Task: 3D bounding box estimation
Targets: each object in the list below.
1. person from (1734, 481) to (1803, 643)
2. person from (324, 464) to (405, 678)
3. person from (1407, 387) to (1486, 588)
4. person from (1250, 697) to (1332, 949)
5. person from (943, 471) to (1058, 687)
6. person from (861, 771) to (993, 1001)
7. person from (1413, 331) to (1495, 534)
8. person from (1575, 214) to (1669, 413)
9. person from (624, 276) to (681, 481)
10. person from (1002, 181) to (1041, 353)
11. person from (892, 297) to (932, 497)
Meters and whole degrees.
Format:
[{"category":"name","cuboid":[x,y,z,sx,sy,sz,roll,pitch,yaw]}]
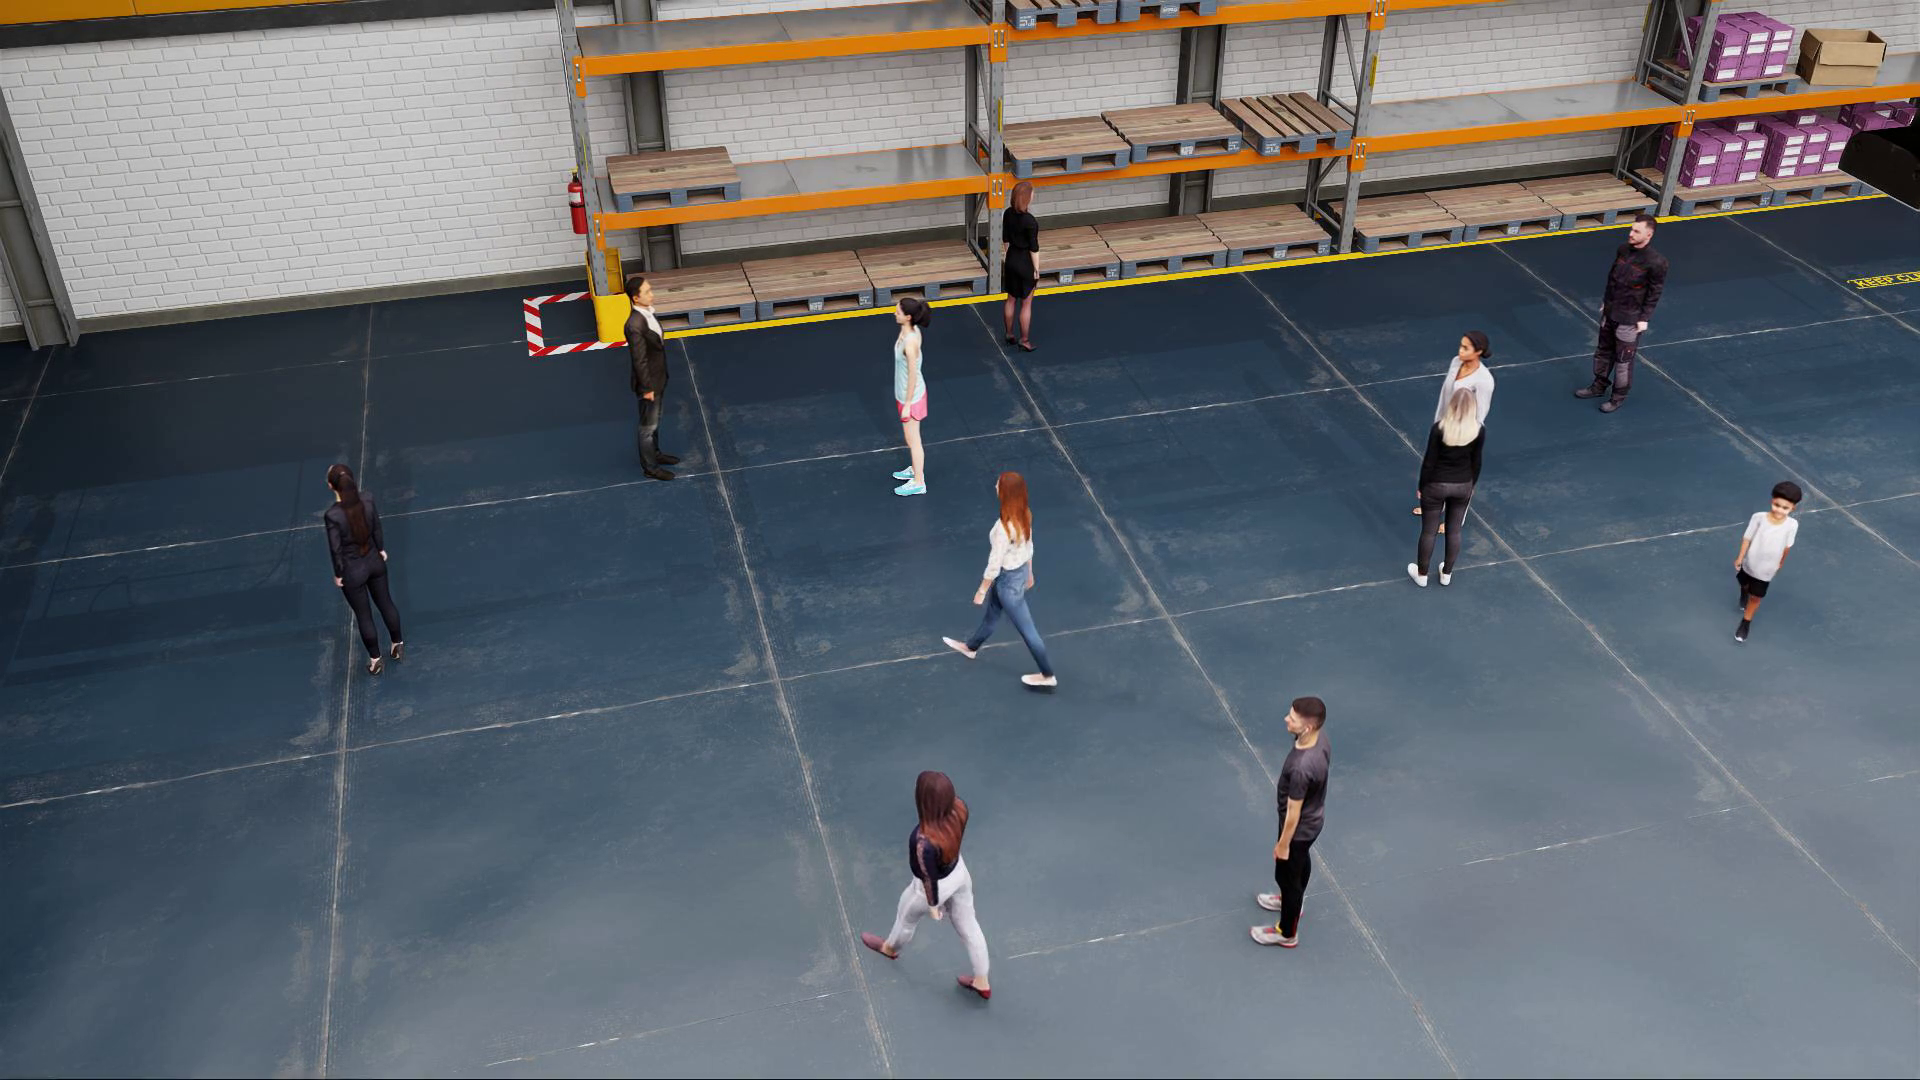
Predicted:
[{"category":"person","cuboid":[5.921,0.091,12.264,0.822,1.244,0.897,19,38,26]},{"category":"person","cuboid":[-4.195,0.199,11.679,0.701,1.712,0.625,21,39,28]},{"category":"person","cuboid":[3.690,-0.390,12.588,0.555,1.687,0.717,0,34,0]},{"category":"person","cuboid":[1.938,1.600,9.527,0.726,1.762,0.717,10,35,14]},{"category":"person","cuboid":[0.441,0.320,11.525,1.199,1.680,1.025,12,35,17]},{"category":"person","cuboid":[-0.059,1.932,9.212,1.077,1.558,1.088,23,40,30]},{"category":"person","cuboid":[3.994,-0.888,13.293,0.584,1.736,0.663,-15,36,-21]},{"category":"person","cuboid":[5.992,-2.065,14.958,0.674,1.854,0.763,-15,36,-21]},{"category":"person","cuboid":[-2.625,-1.375,13.964,0.667,1.805,0.744,2,34,3]},{"category":"person","cuboid":[0.581,-2.616,15.921,0.647,1.705,0.656,-27,42,-35]},{"category":"person","cuboid":[-0.420,-1.190,13.721,0.632,1.765,0.650,-1,34,-2]}]
